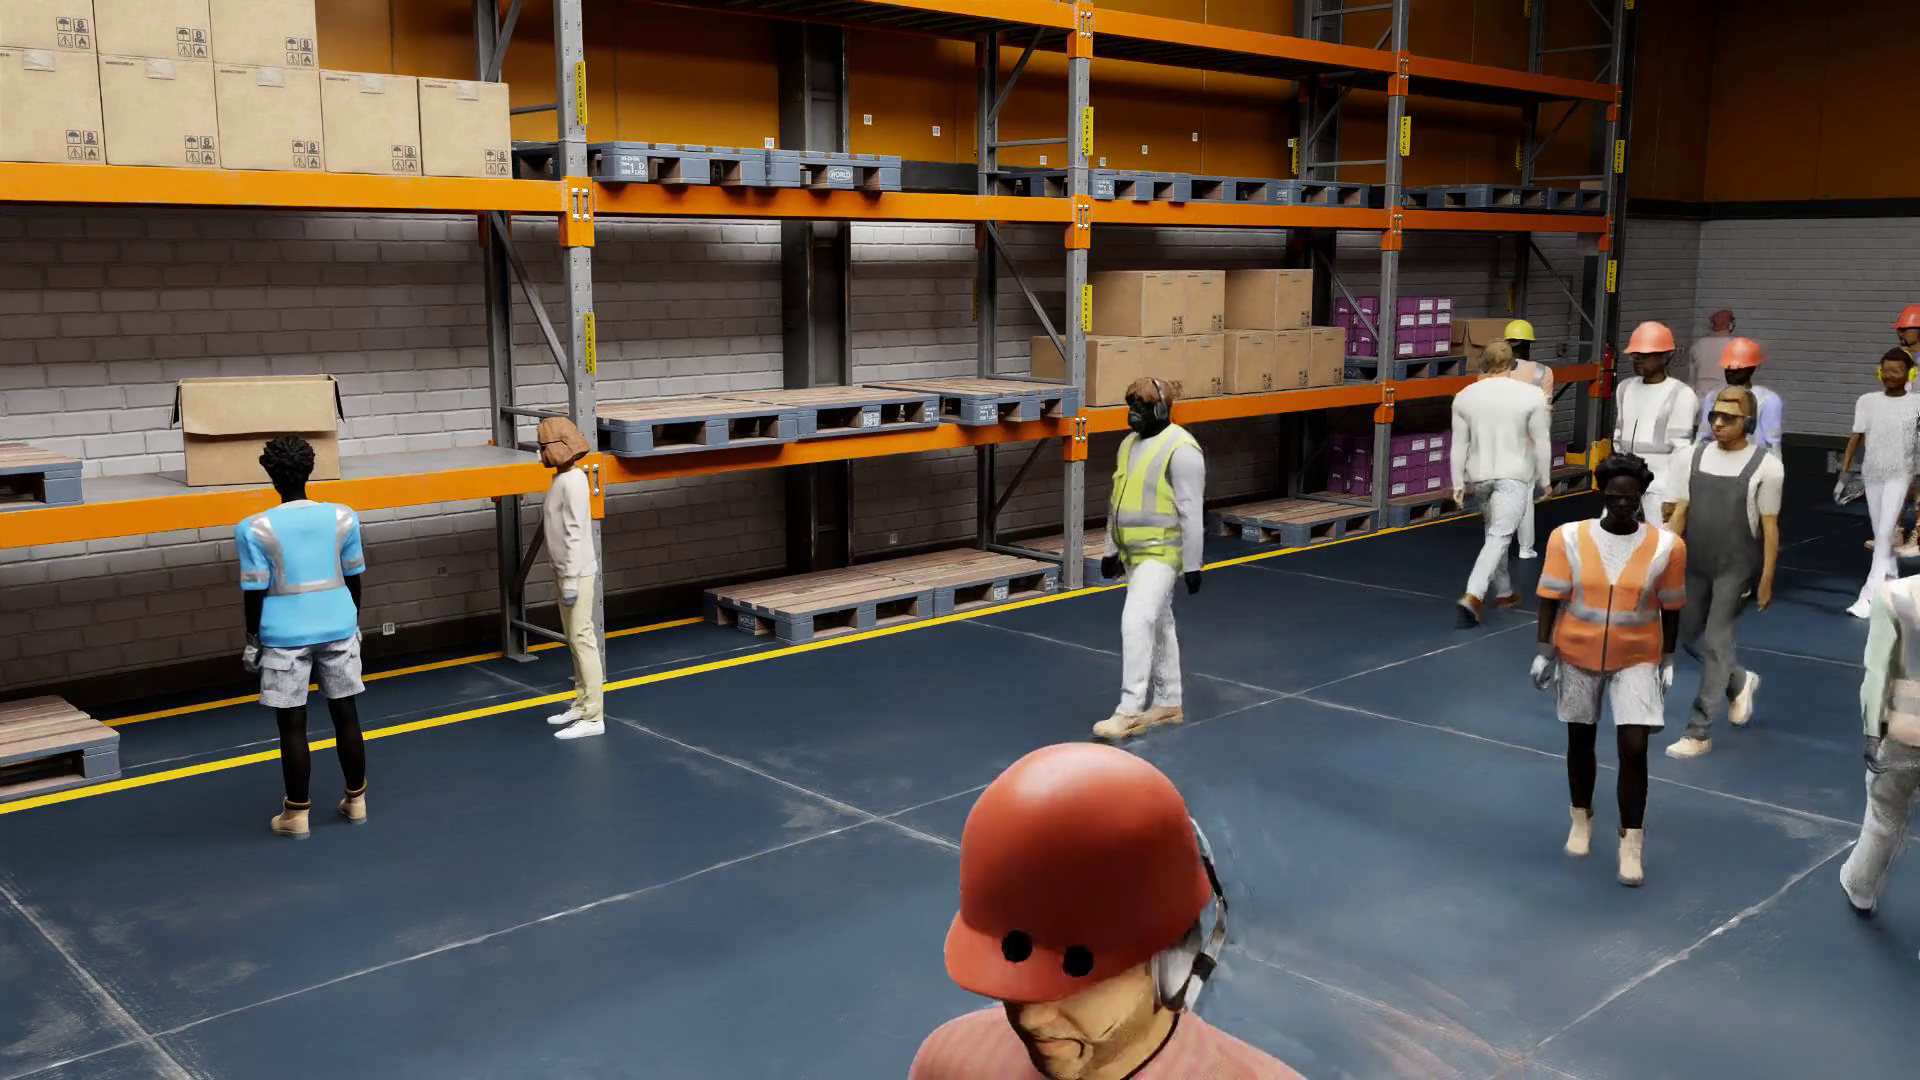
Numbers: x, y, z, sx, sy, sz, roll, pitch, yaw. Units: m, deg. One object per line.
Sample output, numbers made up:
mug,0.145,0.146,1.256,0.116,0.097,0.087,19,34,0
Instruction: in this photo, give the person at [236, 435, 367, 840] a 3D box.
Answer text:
person,-2.745,0.406,6.980,0.530,1.692,0.321,-9,13,-42

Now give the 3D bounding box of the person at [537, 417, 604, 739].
person,-1.986,0.186,8.460,0.270,1.627,0.499,-4,10,-22

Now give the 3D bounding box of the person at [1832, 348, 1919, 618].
person,6.325,-0.404,11.380,1.001,1.818,0.525,-8,13,-39

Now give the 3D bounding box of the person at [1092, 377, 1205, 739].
person,0.871,0.090,8.443,0.732,1.818,0.653,-4,10,-22

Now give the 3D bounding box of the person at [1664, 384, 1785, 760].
person,3.770,0.137,8.186,0.787,1.827,0.520,-7,12,-34

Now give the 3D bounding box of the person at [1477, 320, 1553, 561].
person,4.427,-0.796,13.339,0.589,1.924,0.384,4,10,22

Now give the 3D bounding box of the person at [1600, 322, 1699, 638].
person,4.211,-0.341,10.382,0.719,2.020,0.647,-5,11,-25

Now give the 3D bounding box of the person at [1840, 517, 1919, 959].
person,3.391,0.653,5.802,0.527,1.598,0.817,3,10,17

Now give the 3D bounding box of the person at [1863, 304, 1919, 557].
person,7.690,-0.883,13.505,0.391,2.040,0.615,-1,10,-5

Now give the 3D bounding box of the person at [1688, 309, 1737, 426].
person,7.704,-1.392,16.893,0.418,1.894,0.678,-6,12,-33

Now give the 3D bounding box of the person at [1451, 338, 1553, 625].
person,3.572,-0.401,11.136,0.636,1.895,1.012,9,13,41

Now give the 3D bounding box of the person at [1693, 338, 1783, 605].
person,5.199,-0.422,11.284,1.020,1.874,0.567,-5,11,-28

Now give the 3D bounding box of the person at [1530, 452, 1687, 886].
person,2.528,0.494,6.527,0.551,1.676,0.673,5,11,25

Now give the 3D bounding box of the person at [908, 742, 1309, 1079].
person,0.264,1.144,1.900,0.658,1.958,0.884,7,12,34
